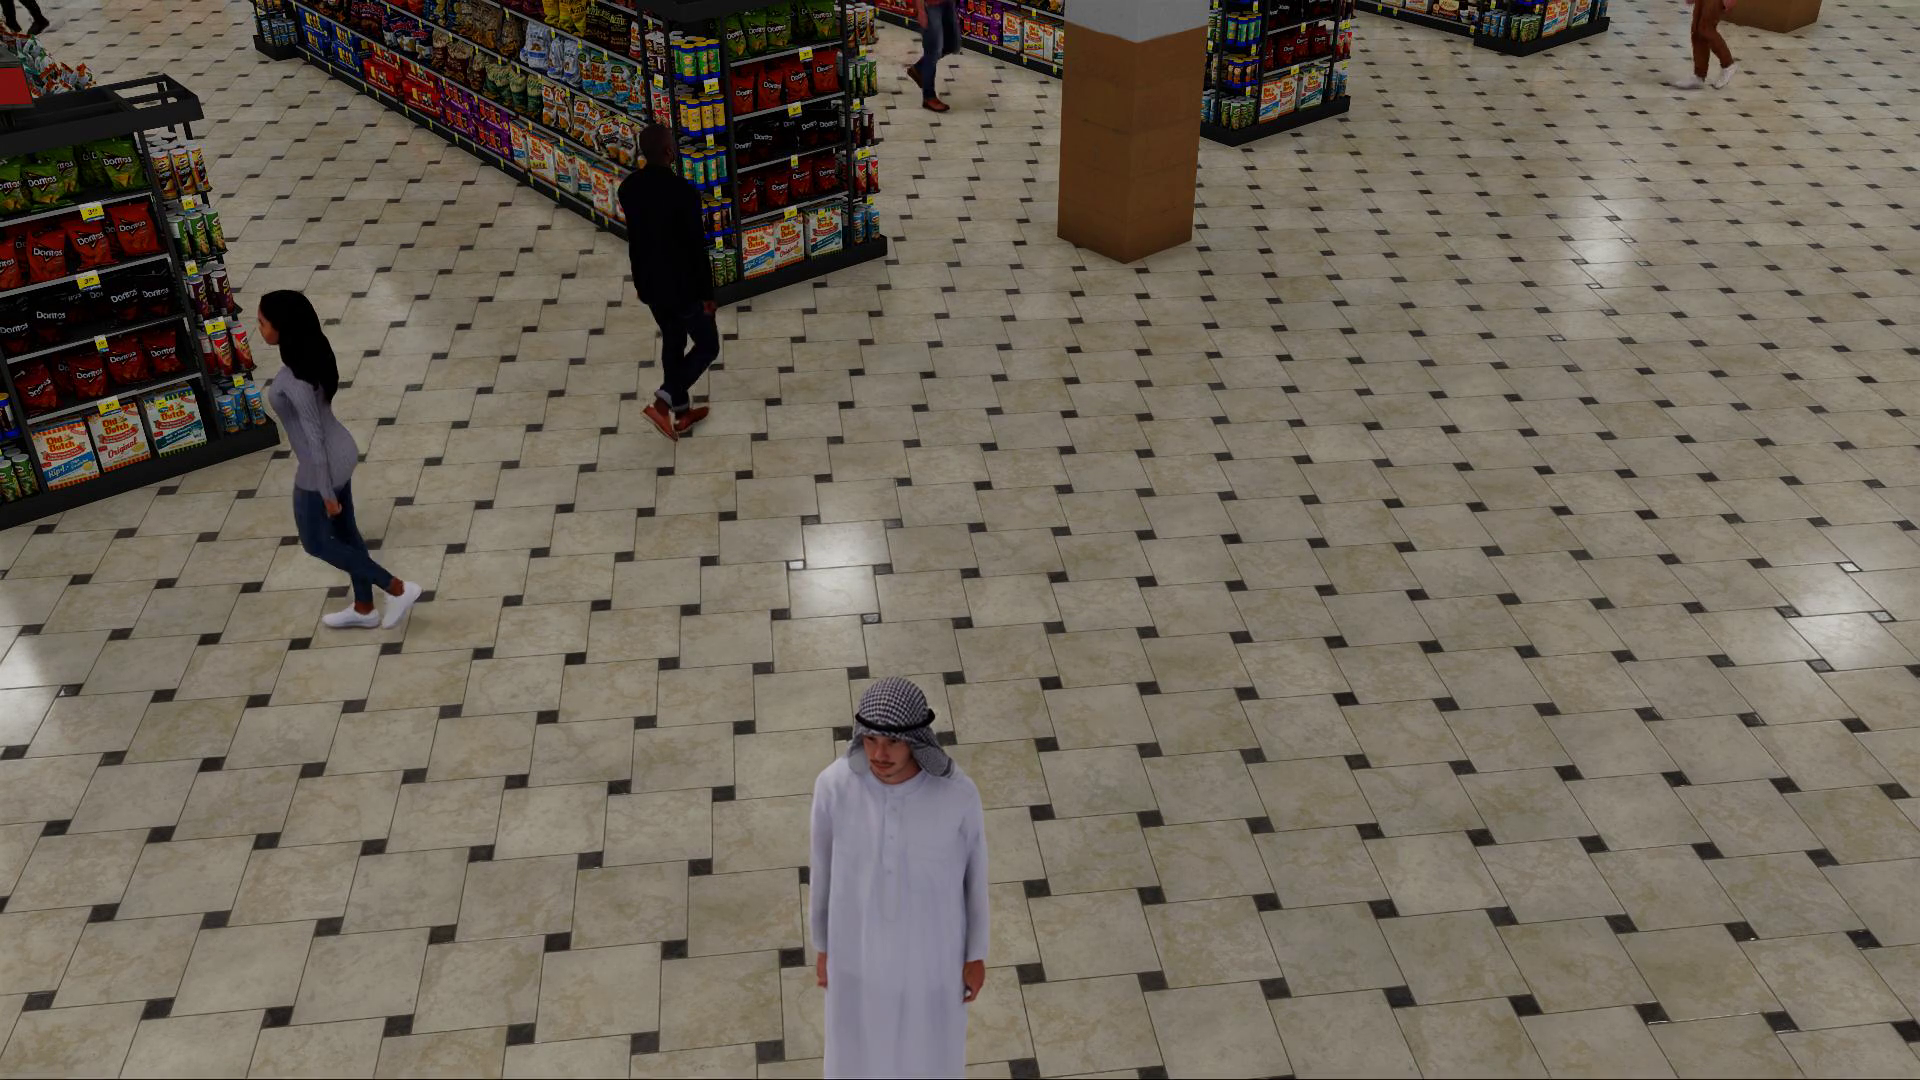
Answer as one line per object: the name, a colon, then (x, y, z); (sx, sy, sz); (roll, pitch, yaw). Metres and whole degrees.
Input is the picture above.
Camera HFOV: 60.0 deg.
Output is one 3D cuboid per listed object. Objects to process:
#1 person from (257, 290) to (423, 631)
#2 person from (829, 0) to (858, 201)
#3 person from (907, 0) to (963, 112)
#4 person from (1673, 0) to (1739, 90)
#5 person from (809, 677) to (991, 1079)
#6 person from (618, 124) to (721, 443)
person: (-2.747, -0.317, 7.495); (0.875, 1.726, 0.828); (-2, 32, -4)
person: (-0.955, -3.393, 12.447); (0.650, 1.716, 0.667); (-9, 33, -14)
person: (-0.297, -4.654, 14.380); (0.873, 1.816, 0.820); (18, 36, 27)
person: (6.796, -4.924, 14.841); (0.984, 1.787, 0.922); (-11, 33, -16)
person: (-0.178, 1.196, 4.873); (0.795, 1.926, 0.855); (3, 32, 4)
person: (-1.617, -1.338, 9.062); (0.897, 1.803, 0.888); (20, 37, 29)
